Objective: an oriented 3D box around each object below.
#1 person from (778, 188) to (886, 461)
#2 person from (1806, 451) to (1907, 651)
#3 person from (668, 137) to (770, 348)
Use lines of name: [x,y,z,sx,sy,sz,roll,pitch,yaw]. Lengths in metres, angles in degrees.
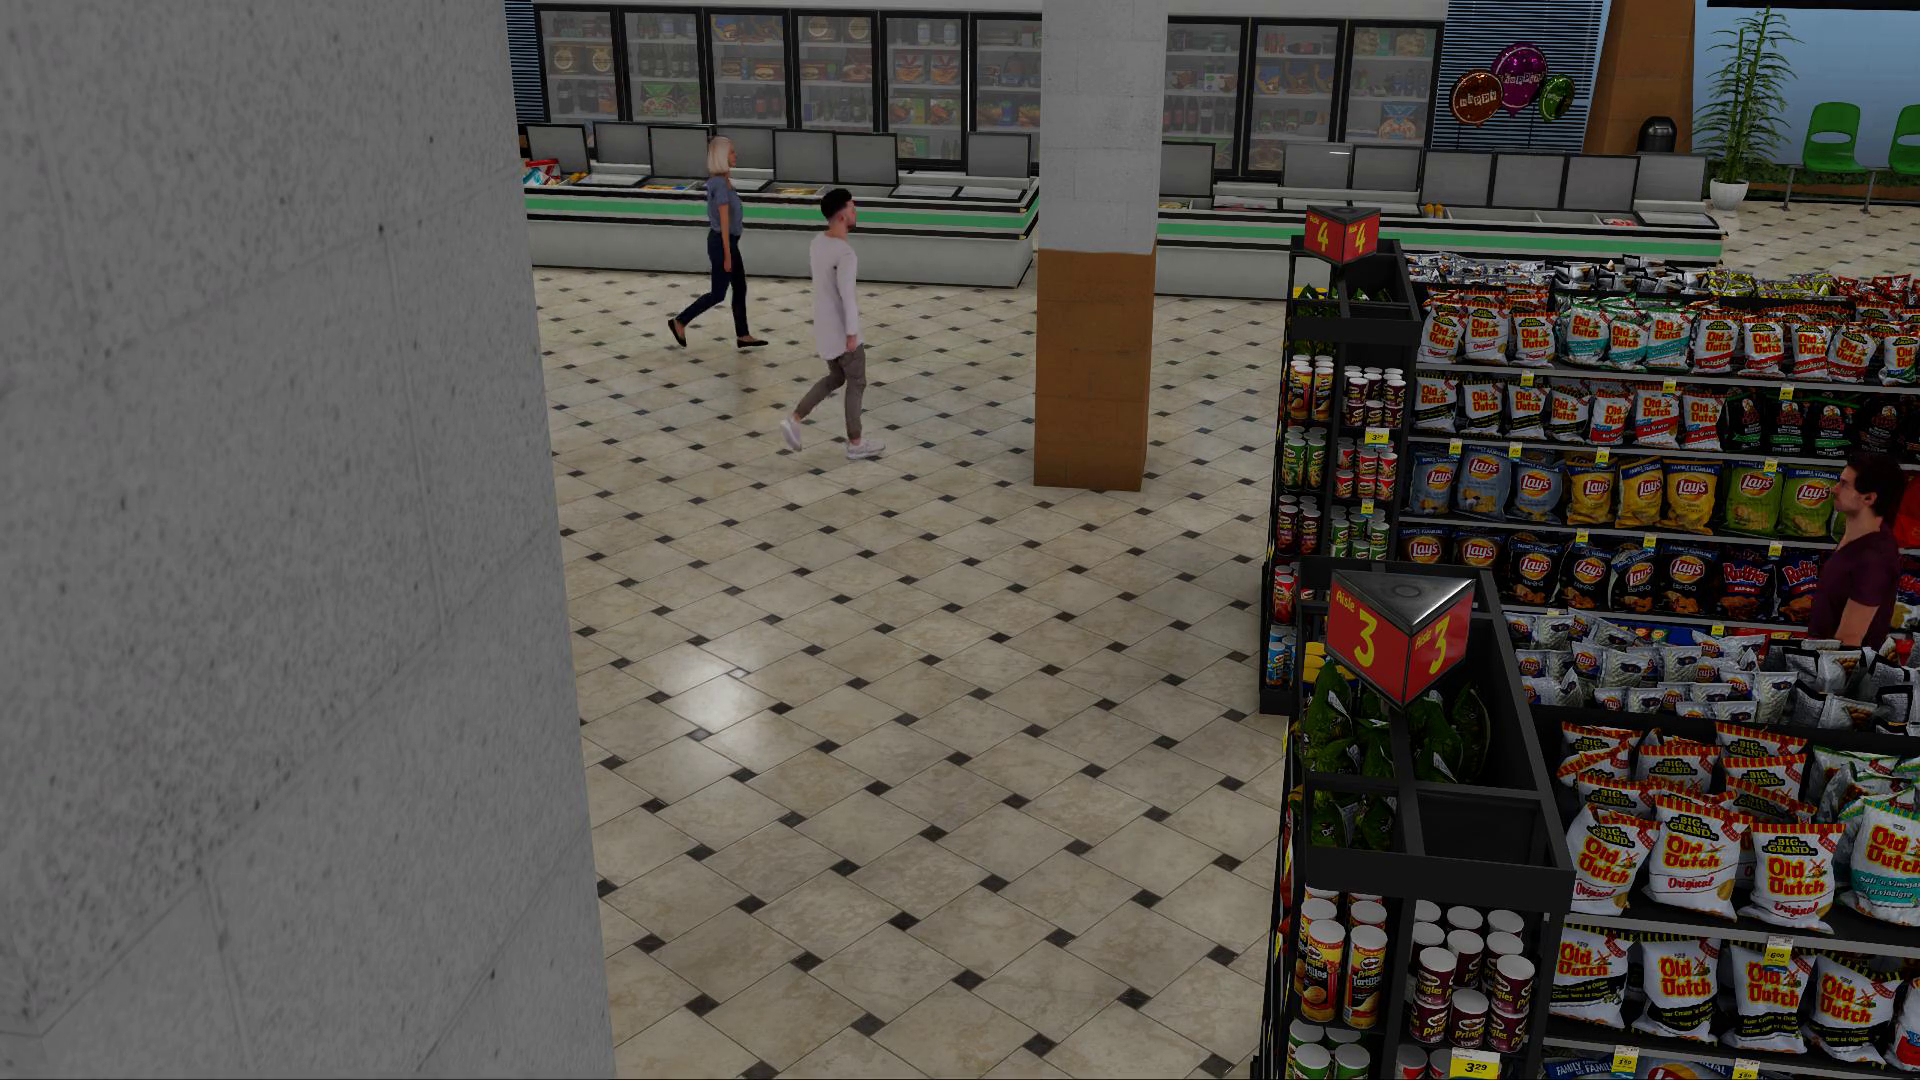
person: [-0.865,-1.384,10.896,1.090,1.827,1.011,-13,27,-28]
person: [3.498,0.555,6.475,1.088,1.819,0.781,8,25,17]
person: [-1.963,-2.312,13.178,1.088,1.700,0.785,-3,24,-7]
